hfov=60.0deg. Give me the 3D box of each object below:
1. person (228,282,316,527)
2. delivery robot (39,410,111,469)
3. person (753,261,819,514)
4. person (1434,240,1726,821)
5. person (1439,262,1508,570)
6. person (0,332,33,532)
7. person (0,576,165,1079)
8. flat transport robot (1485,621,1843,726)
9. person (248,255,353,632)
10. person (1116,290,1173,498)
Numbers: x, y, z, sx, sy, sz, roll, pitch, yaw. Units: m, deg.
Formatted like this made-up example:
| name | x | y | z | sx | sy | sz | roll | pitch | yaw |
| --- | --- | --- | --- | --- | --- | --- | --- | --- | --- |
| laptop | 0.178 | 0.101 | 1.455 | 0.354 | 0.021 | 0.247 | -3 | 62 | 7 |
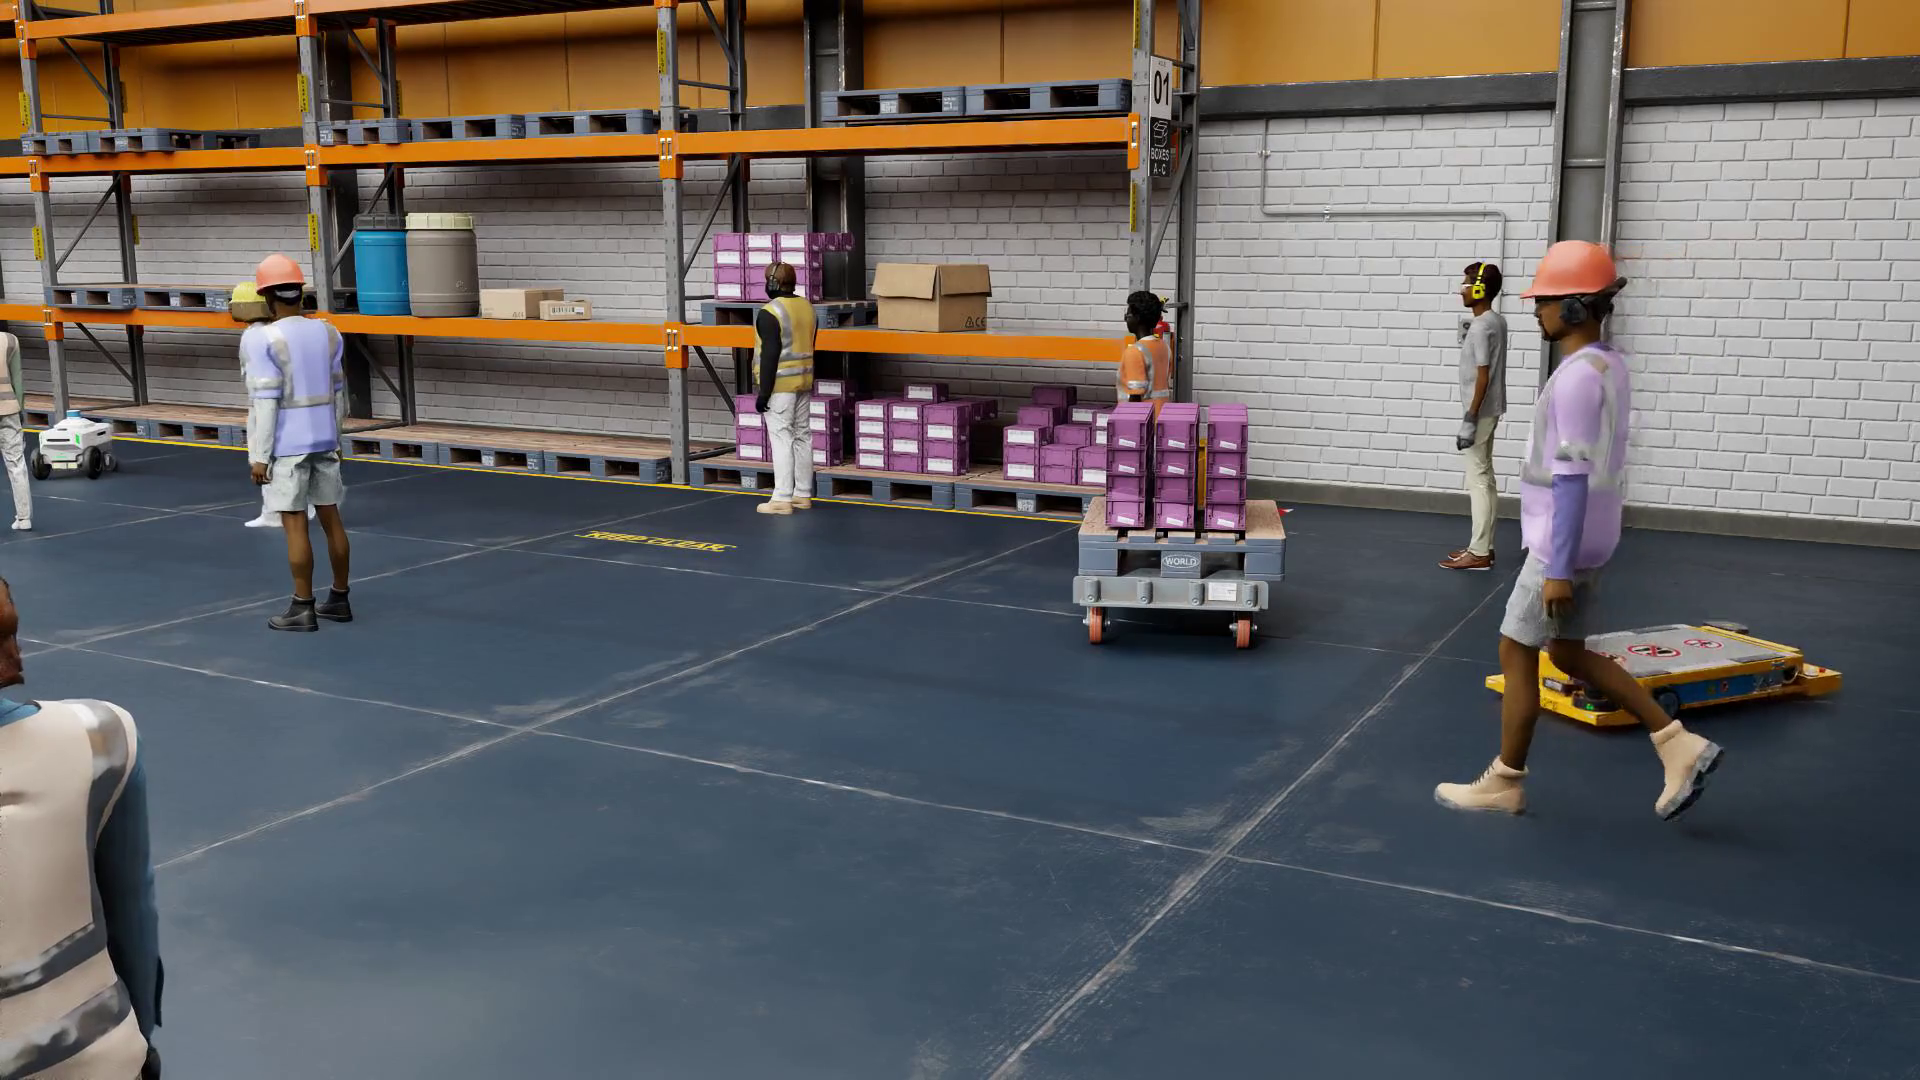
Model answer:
| name | x | y | z | sx | sy | sz | roll | pitch | yaw |
| --- | --- | --- | --- | --- | --- | --- | --- | --- | --- |
| person | -4.731 | -0.920 | 11.518 | 0.570 | 1.723 | 0.490 | 0 | 10 | -1 |
| delivery robot | -7.498 | -0.859 | 14.099 | 0.477 | 0.478 | 0.707 | -1 | 10 | -7 |
| person | -1.299 | -1.113 | 12.219 | 0.430 | 1.845 | 0.619 | 6 | 12 | 28 |
| person | 2.133 | 0.003 | 5.635 | 0.859 | 2.017 | 0.617 | 6 | 12 | 29 |
| person | 3.150 | -0.749 | 10.142 | 0.328 | 1.874 | 0.517 | 6 | 12 | 28 |
| person | -6.574 | -0.838 | 11.264 | 0.312 | 1.642 | 0.512 | 6 | 12 | 28 |
| person | -1.332 | 0.796 | 2.314 | 0.312 | 1.638 | 0.512 | 6 | 12 | 28 |
| flat transport robot | 3.097 | 0.569 | 7.306 | 1.431 | 0.197 | 0.652 | -5 | 11 | -24 |
| person | -3.416 | -0.490 | 8.563 | 0.374 | 1.930 | 0.542 | 6 | 12 | 28 |
| person | 1.128 | -0.677 | 10.227 | 0.321 | 1.697 | 0.529 | 6 | 12 | 28 |
